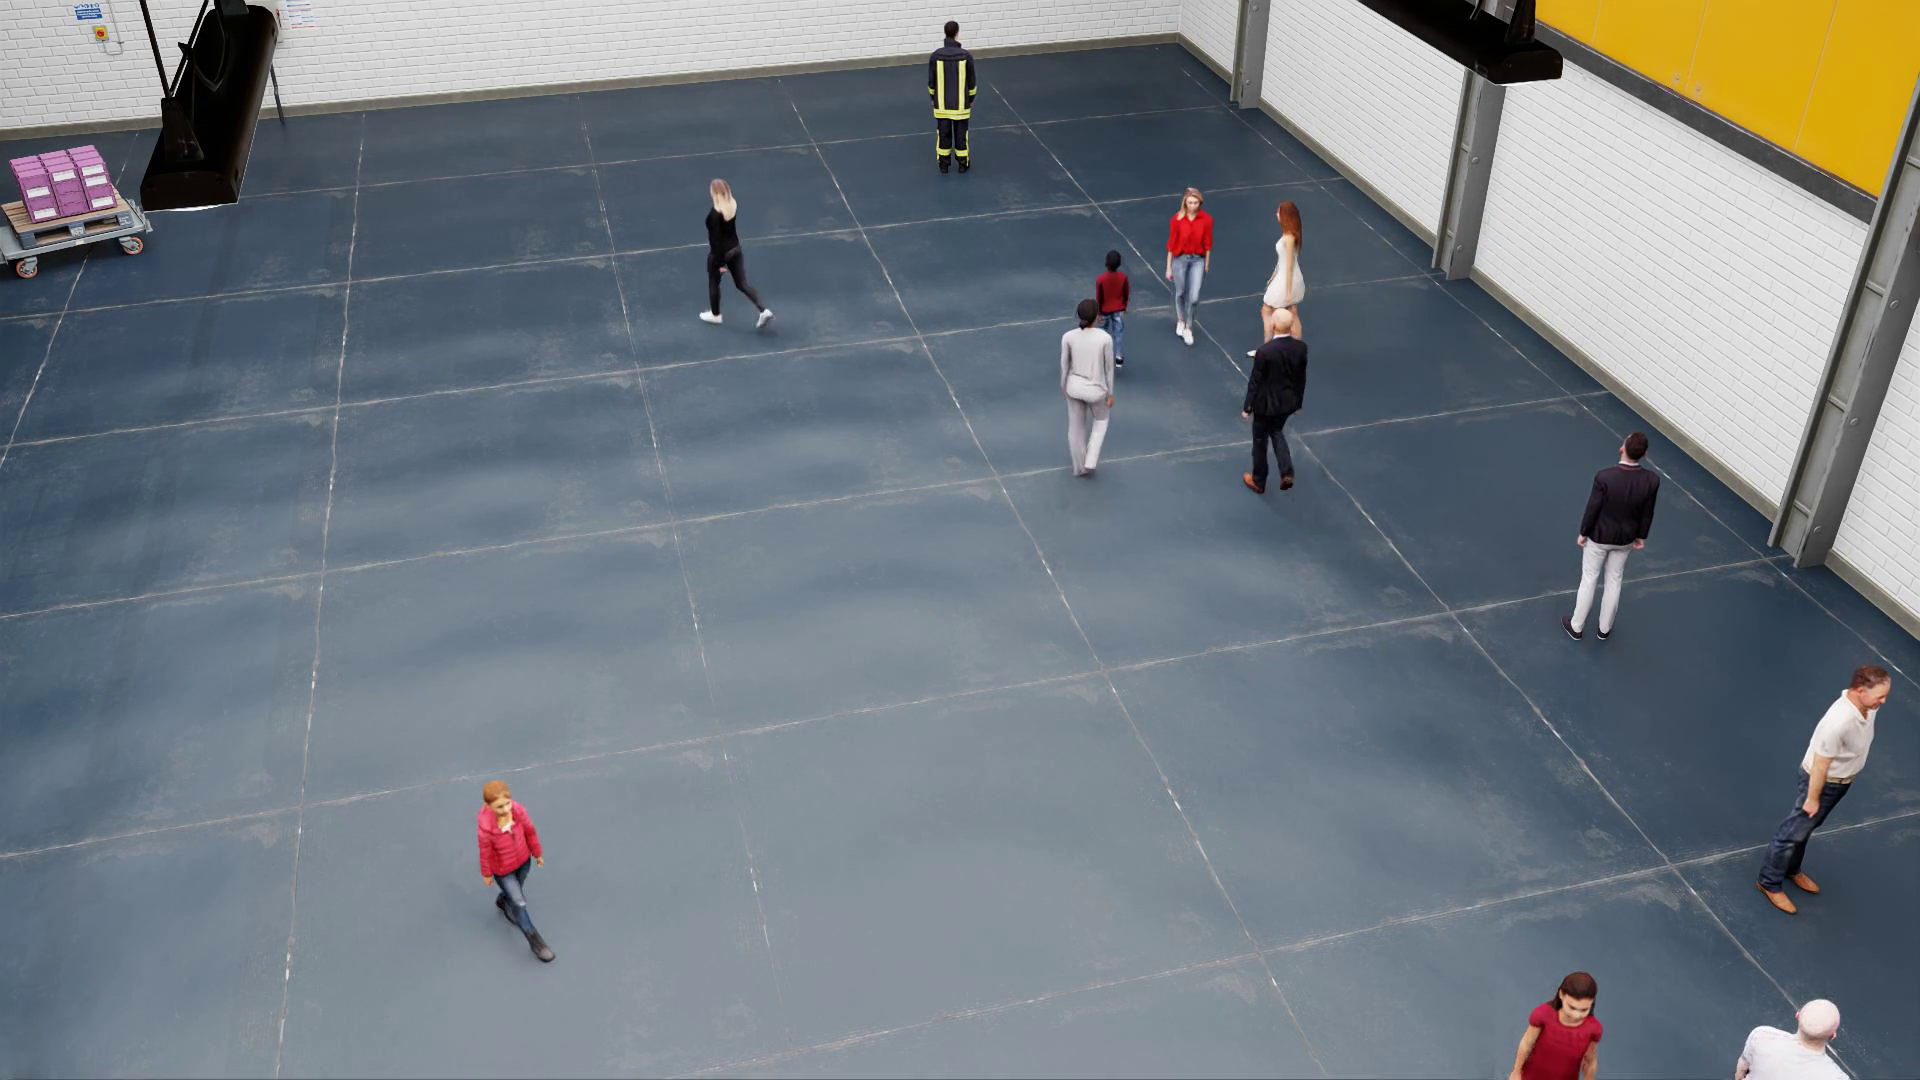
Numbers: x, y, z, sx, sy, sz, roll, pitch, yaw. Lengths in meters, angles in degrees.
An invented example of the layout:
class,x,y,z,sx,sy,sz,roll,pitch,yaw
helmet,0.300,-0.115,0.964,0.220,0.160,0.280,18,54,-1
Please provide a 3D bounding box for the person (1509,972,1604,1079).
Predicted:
class,x,y,z,sx,sy,sz,roll,pitch,yaw
person,3.153,2.804,8.892,0.679,1.547,0.746,7,34,10

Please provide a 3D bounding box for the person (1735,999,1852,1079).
class,x,y,z,sx,sy,sz,roll,pitch,yaw
person,4.016,3.019,8.326,0.926,1.817,0.876,-29,43,-36

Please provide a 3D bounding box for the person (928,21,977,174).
class,x,y,z,sx,sy,sz,roll,pitch,yaw
person,-0.101,-5.660,21.290,0.866,1.920,0.812,2,34,4

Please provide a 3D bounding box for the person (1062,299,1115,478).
class,x,y,z,sx,sy,sz,roll,pitch,yaw
person,1.126,-1.314,14.926,0.787,1.727,0.812,9,35,13

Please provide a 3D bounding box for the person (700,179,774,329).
class,x,y,z,sx,sy,sz,roll,pitch,yaw
person,-2.373,-2.972,17.486,1.147,1.655,1.085,18,38,25

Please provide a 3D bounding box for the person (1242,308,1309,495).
class,x,y,z,sx,sy,sz,roll,pitch,yaw
person,2.801,-1.162,14.643,0.729,1.787,0.822,-12,36,-18

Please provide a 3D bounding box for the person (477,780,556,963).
class,x,y,z,sx,sy,sz,roll,pitch,yaw
person,-2.831,1.984,10.361,0.972,1.288,0.817,28,42,35

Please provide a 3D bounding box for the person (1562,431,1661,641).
class,x,y,z,sx,sy,sz,roll,pitch,yaw
person,5.046,-0.025,12.881,0.734,1.844,0.689,3,34,5

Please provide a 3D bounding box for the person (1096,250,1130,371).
class,x,y,z,sx,sy,sz,roll,pitch,yaw
person,1.561,-2.321,16.880,0.597,1.240,0.915,-3,34,-5

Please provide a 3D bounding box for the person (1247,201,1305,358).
class,x,y,z,sx,sy,sz,roll,pitch,yaw
person,3.421,-2.588,16.884,0.868,1.681,0.829,11,35,16

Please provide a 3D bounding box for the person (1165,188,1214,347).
class,x,y,z,sx,sy,sz,roll,pitch,yaw
person,2.377,-2.911,17.370,0.763,1.682,0.844,2,34,3

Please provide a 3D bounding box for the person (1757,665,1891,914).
class,x,y,z,sx,sy,sz,roll,pitch,yaw
person,5.468,1.518,10.554,0.740,1.851,0.710,-23,40,-30
